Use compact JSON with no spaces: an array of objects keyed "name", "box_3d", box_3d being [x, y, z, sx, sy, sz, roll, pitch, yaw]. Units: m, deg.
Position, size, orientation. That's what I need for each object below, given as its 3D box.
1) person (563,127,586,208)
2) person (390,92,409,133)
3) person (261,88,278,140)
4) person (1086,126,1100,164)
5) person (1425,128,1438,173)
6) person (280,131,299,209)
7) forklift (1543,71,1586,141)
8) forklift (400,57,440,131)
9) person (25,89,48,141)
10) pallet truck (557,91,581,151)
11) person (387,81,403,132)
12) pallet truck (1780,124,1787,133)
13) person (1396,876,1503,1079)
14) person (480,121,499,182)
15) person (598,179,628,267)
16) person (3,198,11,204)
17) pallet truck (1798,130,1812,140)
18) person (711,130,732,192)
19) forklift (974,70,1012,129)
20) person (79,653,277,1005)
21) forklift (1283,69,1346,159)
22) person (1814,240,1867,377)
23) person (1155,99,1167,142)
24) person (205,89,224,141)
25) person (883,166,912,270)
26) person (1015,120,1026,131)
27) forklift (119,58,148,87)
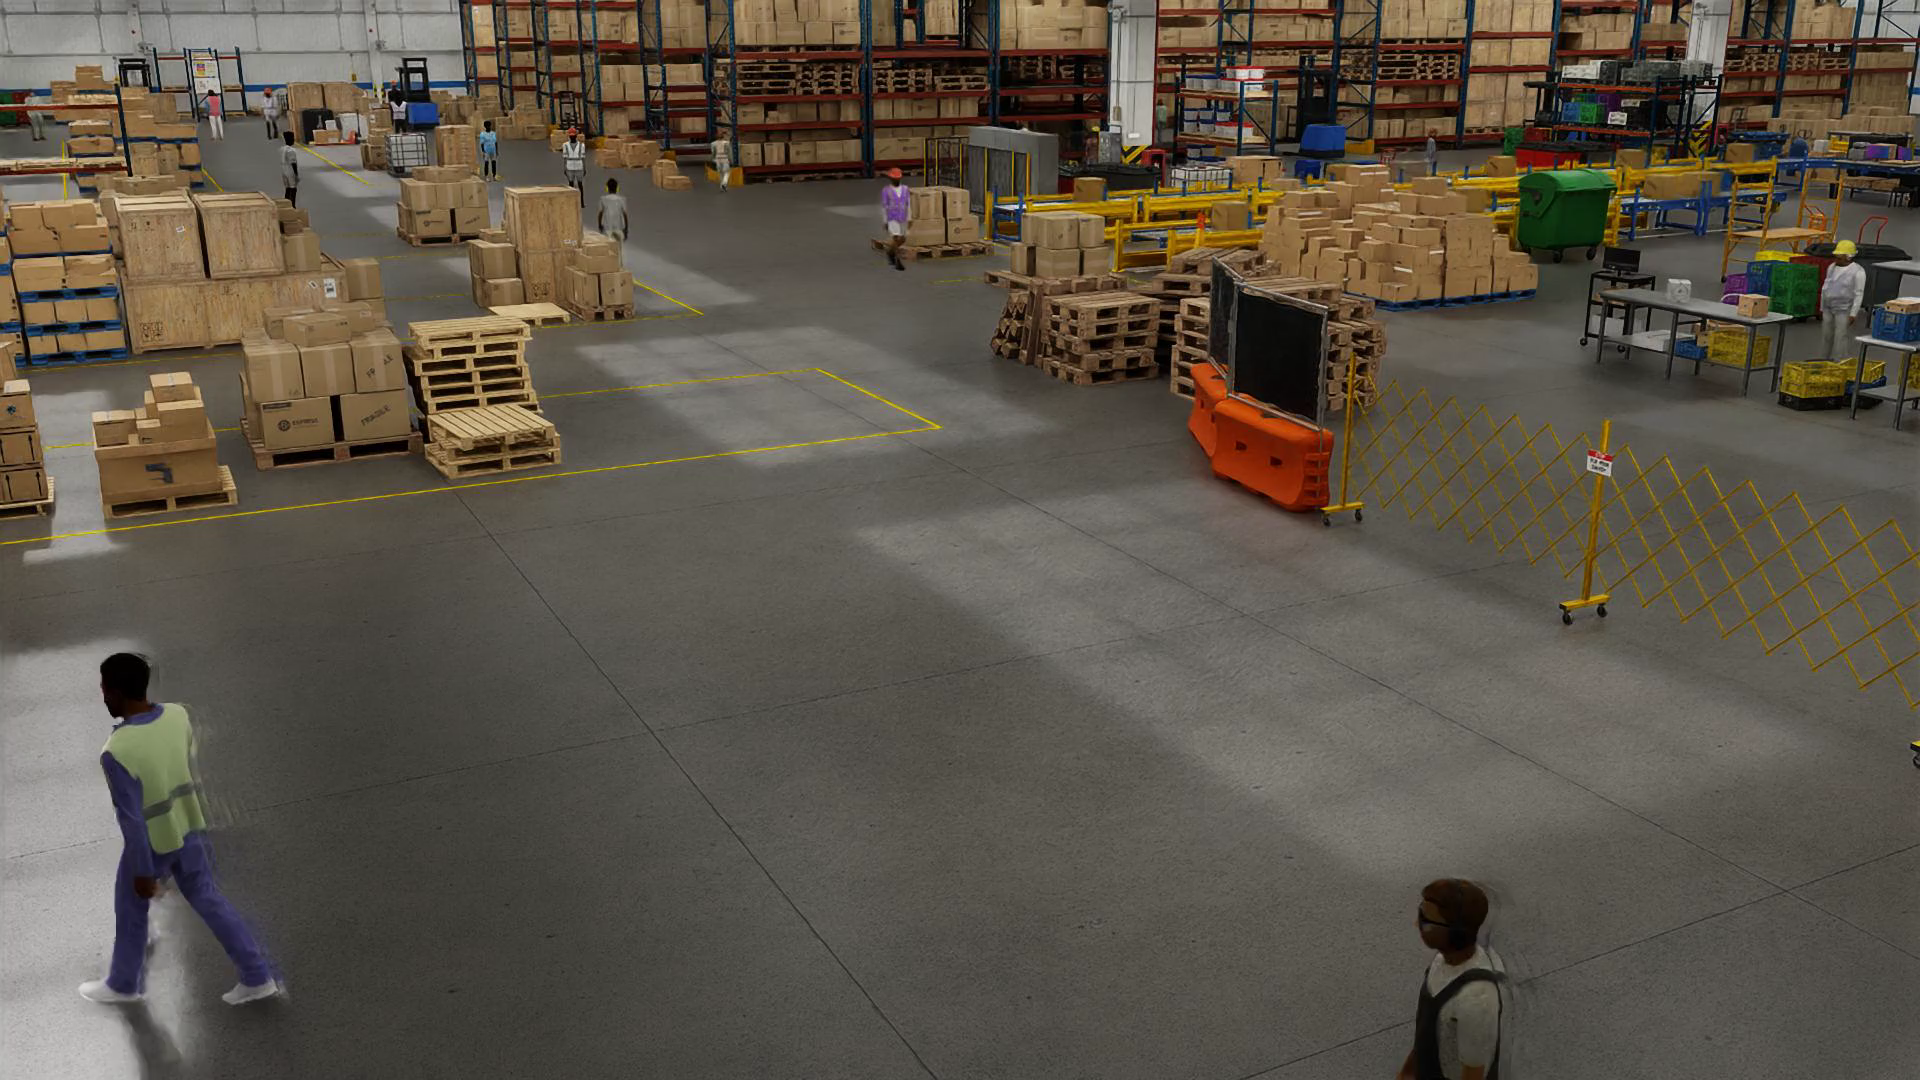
[{"name":"person","box_3d":[-9.455,-9.134,40.829,0.543,1.939,0.361,-3,18,-8]},{"name":"person","box_3d":[-19.626,-14.712,58.266,0.593,1.911,0.383,-7,19,-20]},{"name":"person","box_3d":[-25.722,-15.916,62.052,0.549,1.899,0.967,-3,18,-9]},{"name":"person","box_3d":[3.542,-9.988,43.769,0.528,1.767,0.330,16,24,41]},{"name":"person","box_3d":[12.719,-10.298,44.949,0.270,1.631,0.507,3,18,10]},{"name":"person","box_3d":[-15.876,-8.698,39.457,0.386,1.950,0.606,-16,24,-41]},{"name":"forklift","box_3d":[18.685,-13.231,52.085,1.873,2.768,1.129,-9,20,-26]},{"name":"forklift","box_3d":[-21.701,-17.858,66.508,1.129,2.768,1.873,-11,21,-32]},{"name":"person","box_3d":[-33.923,-15.586,61.009,0.793,1.890,0.647,10,20,29]},{"name":"pallet truck","box_3d":[-13.495,-14.412,57.188,0.823,1.965,1.885,-3,18,-9]},{"name":"person","box_3d":[-22.336,-17.179,65.885,0.626,1.961,0.948,-13,22,-35]},{"name":"pallet truck","box_3d":[25.206,-12.542,52.601,1.601,1.201,0.680,0,18,-2]},{"name":"person","box_3d":[1.686,2.058,6.120,0.699,1.819,0.527,4,18,11]},{"name":"person","box_3d":[-13.293,-10.981,46.990,0.322,1.689,0.530,16,24,40]},{"name":"person","box_3d":[-6.249,-5.585,29.982,0.503,1.807,1.011,-7,19,-21]},{"name":"person","box_3d":[-24.069,-9.164,40.986,0.976,1.893,0.661,-9,20,-26]},{"name":"pallet truck","box_3d":[25.526,-11.556,49.408,1.630,1.274,0.653,-9,20,-26]},{"name":"person","box_3d":[-6.335,-10.055,44.207,0.539,1.618,0.517,2,18,5]},{"name":"forklift","box_3d":[1.271,-13.654,53.401,1.873,2.768,1.129,-9,20,-26]},{"name":"person","box_3d":[-3.862,1.419,8.055,1.015,1.872,0.611,3,18,9]},{"name":"forklift","box_3d":[11.615,-13.871,54.079,1.129,2.768,1.873,-9,20,-27]},{"name":"person","box_3d":[11.662,-3.069,22.096,0.403,1.828,0.595,-6,19,-18]},{"name":"person","box_3d":[7.126,-15.053,59.815,0.523,1.592,0.801,-6,19,-19]},{"name":"person","box_3d":[-27.591,-15.721,61.520,0.429,1.845,0.627,14,23,38]},{"name":"person","box_3d":[-1.212,-6.063,31.294,0.553,1.918,0.664,-10,21,-29]},{"name":"person","box_3d":[1.831,-11.435,48.532,0.402,1.605,0.620,8,19,23]},{"name":"forklift","box_3d":[-32.344,-17.497,65.384,1.129,2.768,1.873,-9,20,-26]}]
